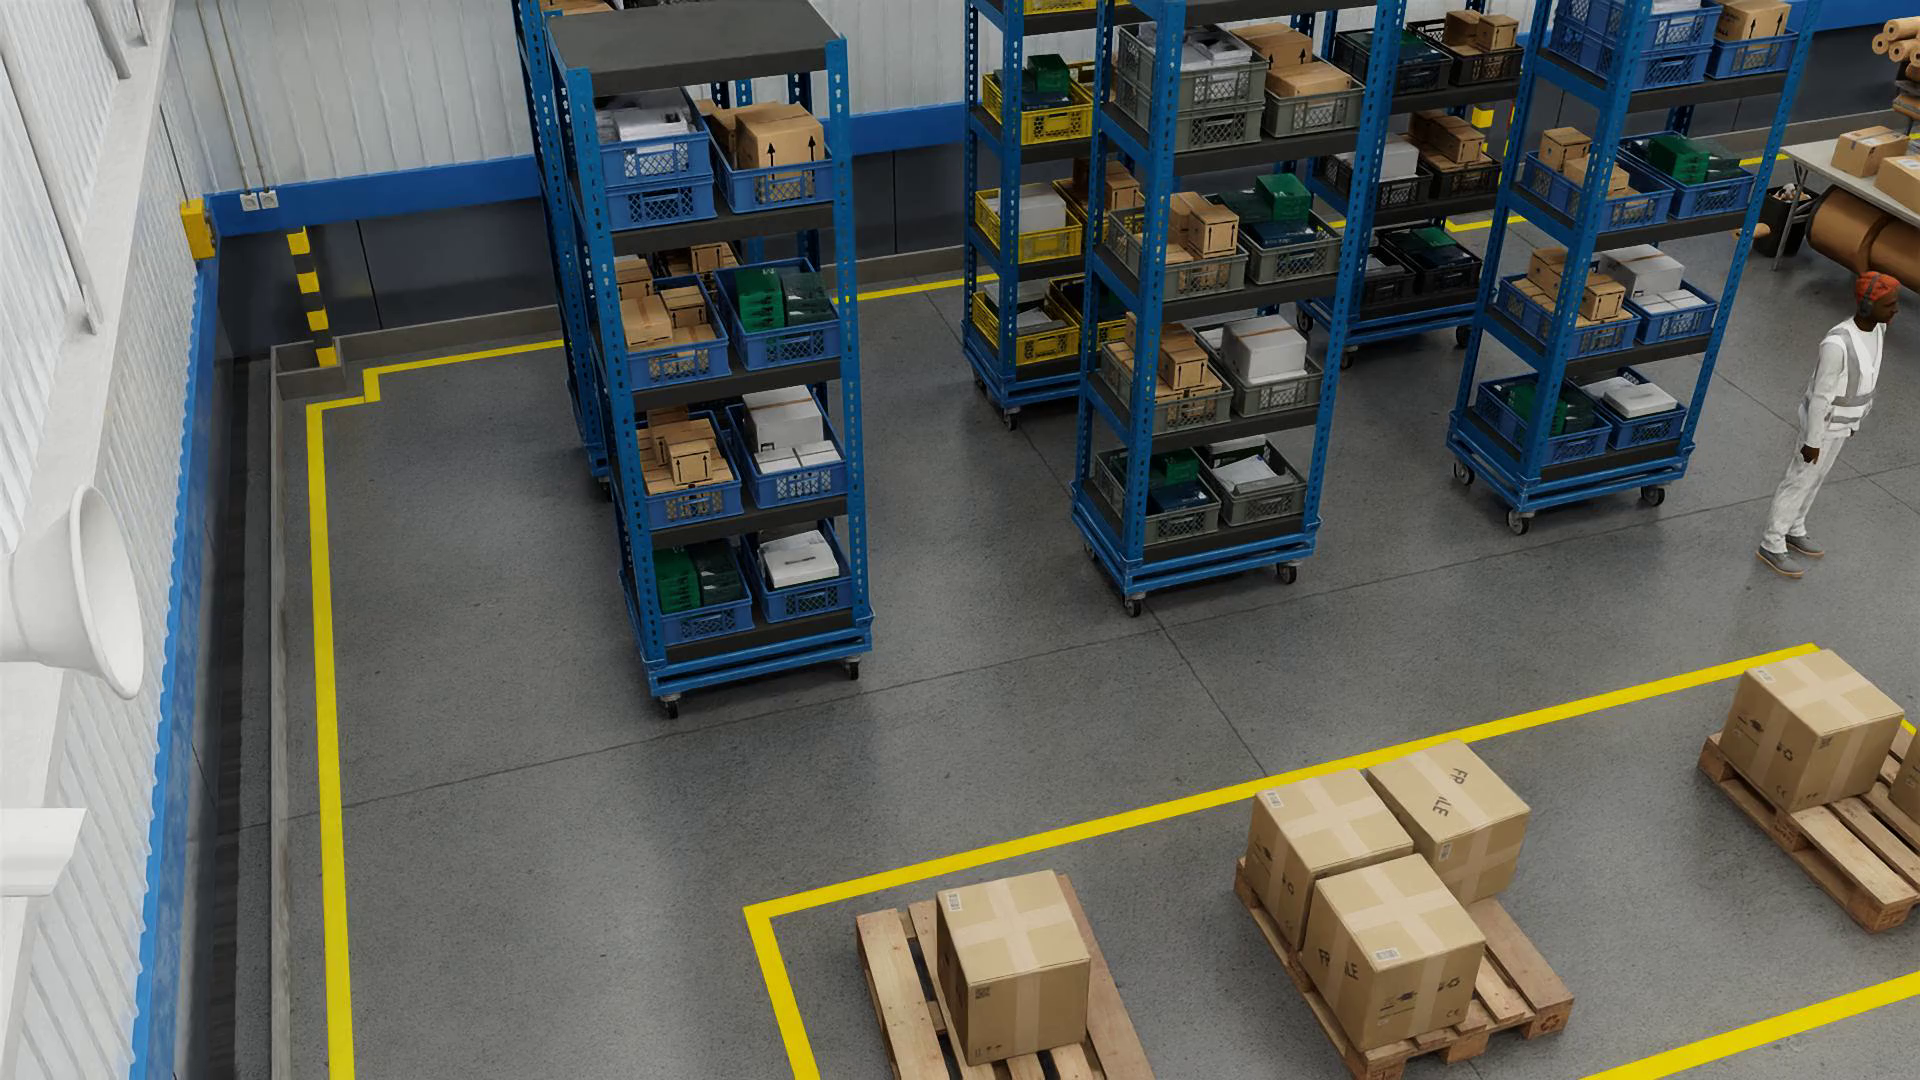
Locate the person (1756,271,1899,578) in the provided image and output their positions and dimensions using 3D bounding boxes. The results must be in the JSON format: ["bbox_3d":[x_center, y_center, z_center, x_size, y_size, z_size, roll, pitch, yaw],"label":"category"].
[{"bbox_3d":[5.030,-0.668,9.601,0.574,1.884,0.356,-28,44,-34],"label":"person"}]
